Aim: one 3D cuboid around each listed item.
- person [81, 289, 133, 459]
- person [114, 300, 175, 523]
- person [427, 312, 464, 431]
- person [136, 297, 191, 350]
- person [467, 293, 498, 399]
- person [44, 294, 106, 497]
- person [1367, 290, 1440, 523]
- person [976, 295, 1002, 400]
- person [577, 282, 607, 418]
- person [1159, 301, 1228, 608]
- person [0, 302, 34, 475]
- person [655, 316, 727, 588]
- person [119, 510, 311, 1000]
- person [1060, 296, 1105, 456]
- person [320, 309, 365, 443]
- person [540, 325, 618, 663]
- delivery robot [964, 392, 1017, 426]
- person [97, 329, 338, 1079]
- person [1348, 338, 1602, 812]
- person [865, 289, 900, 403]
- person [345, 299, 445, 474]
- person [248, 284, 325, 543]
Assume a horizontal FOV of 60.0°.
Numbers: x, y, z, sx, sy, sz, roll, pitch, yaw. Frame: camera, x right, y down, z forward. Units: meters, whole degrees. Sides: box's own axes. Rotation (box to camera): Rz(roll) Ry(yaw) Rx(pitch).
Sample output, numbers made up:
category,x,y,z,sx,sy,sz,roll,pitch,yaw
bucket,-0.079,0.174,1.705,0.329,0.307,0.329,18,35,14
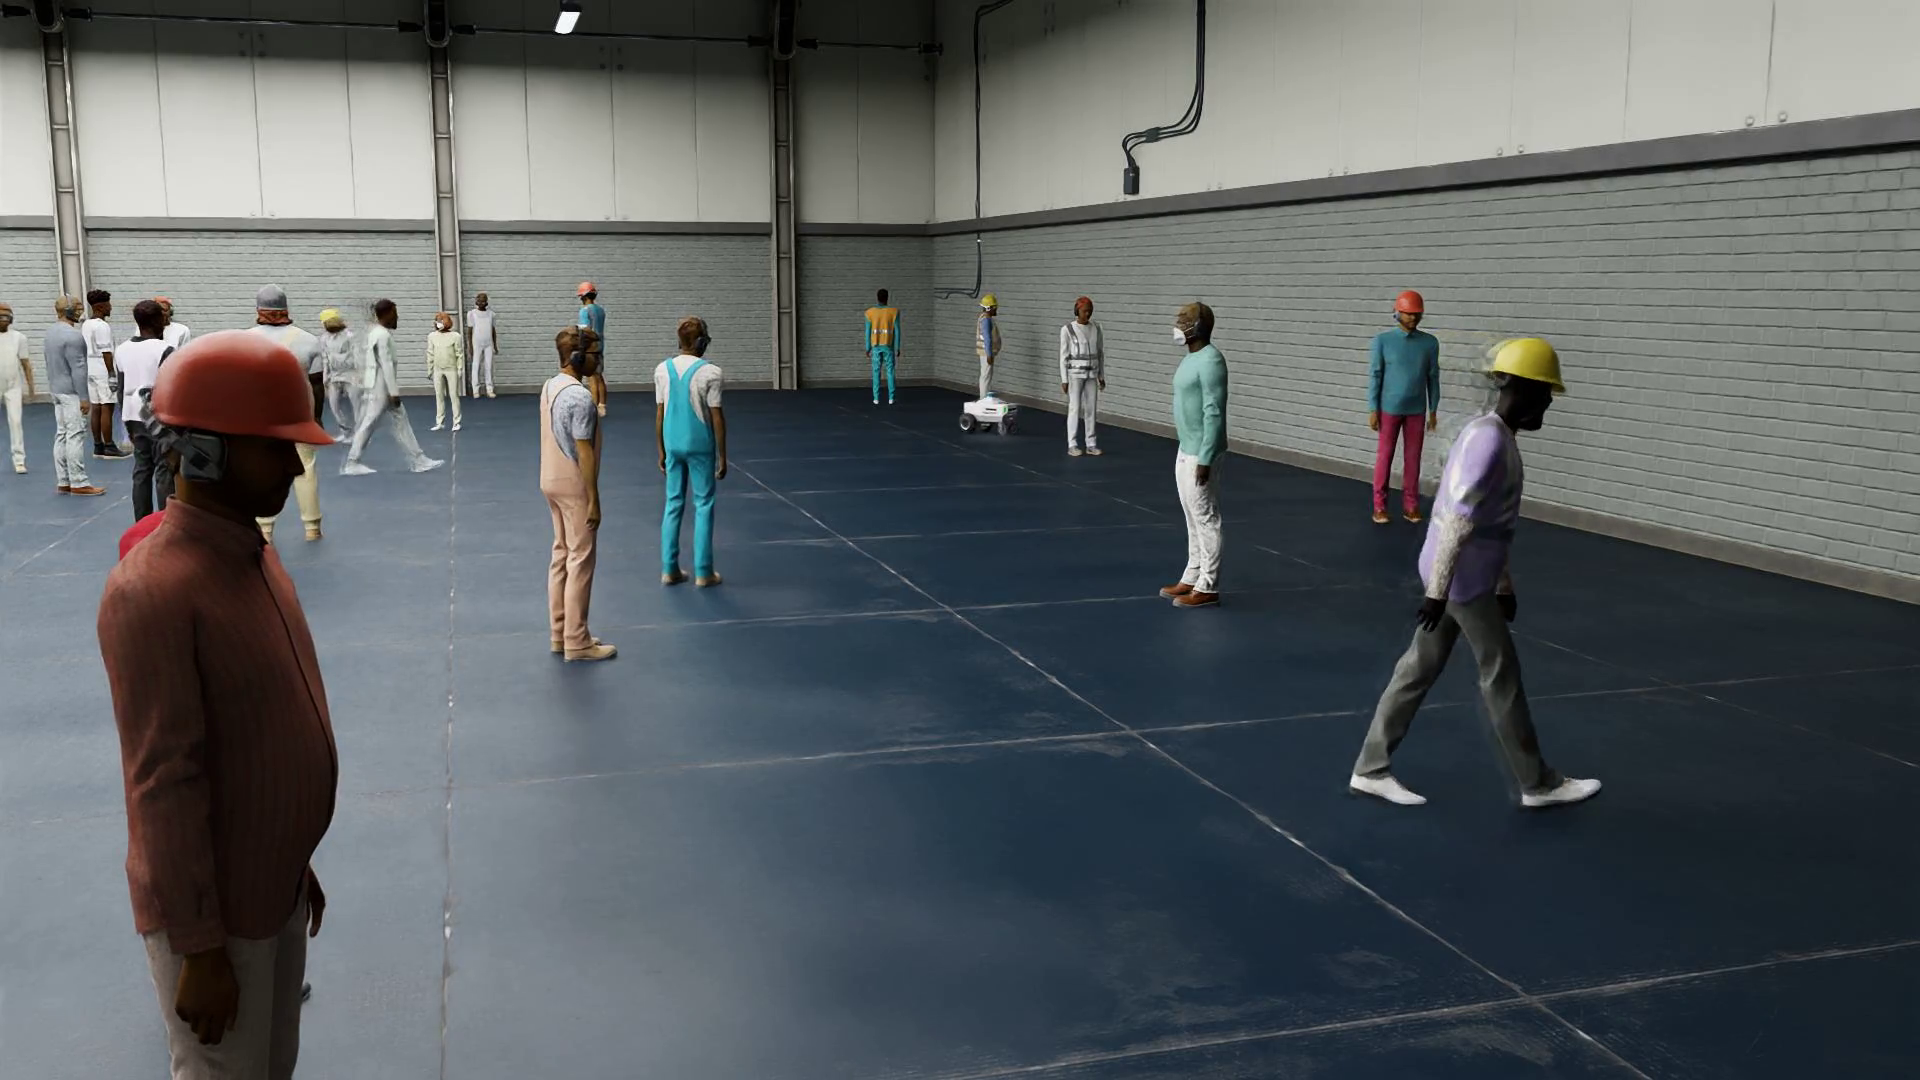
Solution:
category,x,y,z,sx,sy,sz,roll,pitch,yaw
person,-9.932,-1.918,19.280,0.603,1.966,0.368,8,12,41
person,-6.290,-0.904,12.959,0.587,1.920,0.392,4,10,22
person,-7.072,-2.313,22.854,0.507,1.632,0.275,1,9,7
person,-8.940,-1.791,18.740,0.574,1.882,0.358,-6,11,-35
person,-8.336,-3.389,29.065,0.506,1.841,0.346,-6,10,-32
person,-8.511,-1.379,15.928,0.635,1.937,0.355,8,12,40
person,3.779,-1.123,14.156,0.620,1.985,0.410,-1,9,-6
person,0.460,-2.972,26.424,0.403,1.834,0.589,0,9,-3
person,-5.530,-2.832,24.880,0.398,2.038,0.611,2,9,15
person,1.506,-0.537,10.555,0.371,1.940,0.627,-1,9,-5
person,-10.188,-1.607,17.711,0.535,1.838,0.381,-7,11,-39
person,-1.807,-0.582,11.217,0.518,1.828,0.351,3,9,18
person,-2.065,0.486,4.673,0.574,1.737,0.353,5,10,27
person,1.448,-1.925,19.621,0.588,1.878,0.371,-5,10,-28
person,-7.767,-2.051,20.992,0.557,1.706,0.383,3,9,20
person,-2.087,-0.246,9.042,0.351,1.836,0.515,-7,11,-36
delivery robot,0.409,-1.740,22.336,0.707,0.478,0.477,6,11,34
person,-1.281,0.624,2.989,0.389,1.990,0.610,-1,9,-8
person,2.026,0.150,6.474,1.025,1.842,0.595,2,9,11
person,-1.291,-3.240,27.871,0.587,1.918,0.395,1,9,6
person,-6.105,-1.623,17.730,1.028,1.862,0.607,-3,9,-18
person,-5.390,-0.997,13.165,0.684,2.000,0.538,-4,10,-26
